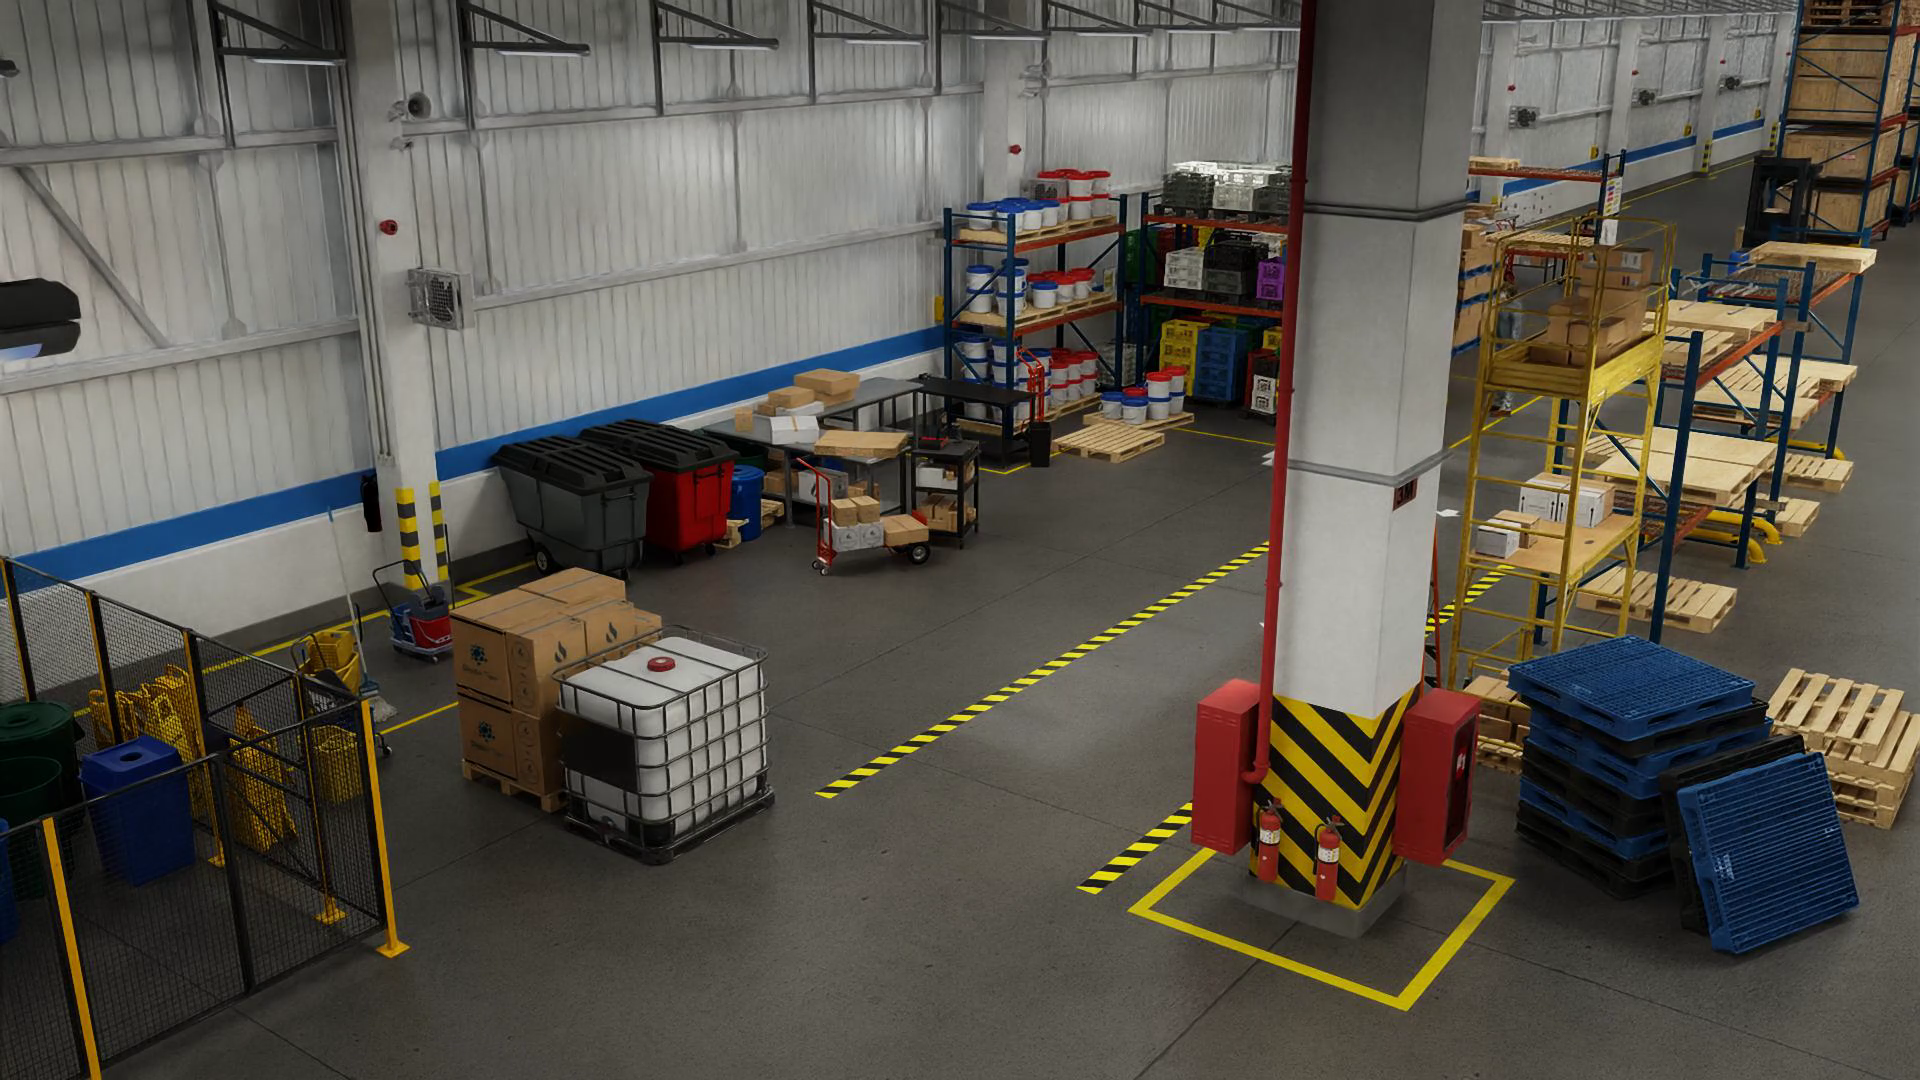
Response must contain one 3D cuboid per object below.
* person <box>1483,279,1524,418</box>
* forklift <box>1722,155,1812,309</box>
[{"bbox_3d":[7.655,-2.690,23.345,0.372,1.940,0.632,0,18,-1],"label":"person"},{"bbox_3d":[15.437,-5.880,31.617,1.129,2.768,1.873,13,22,34],"label":"forklift"}]
